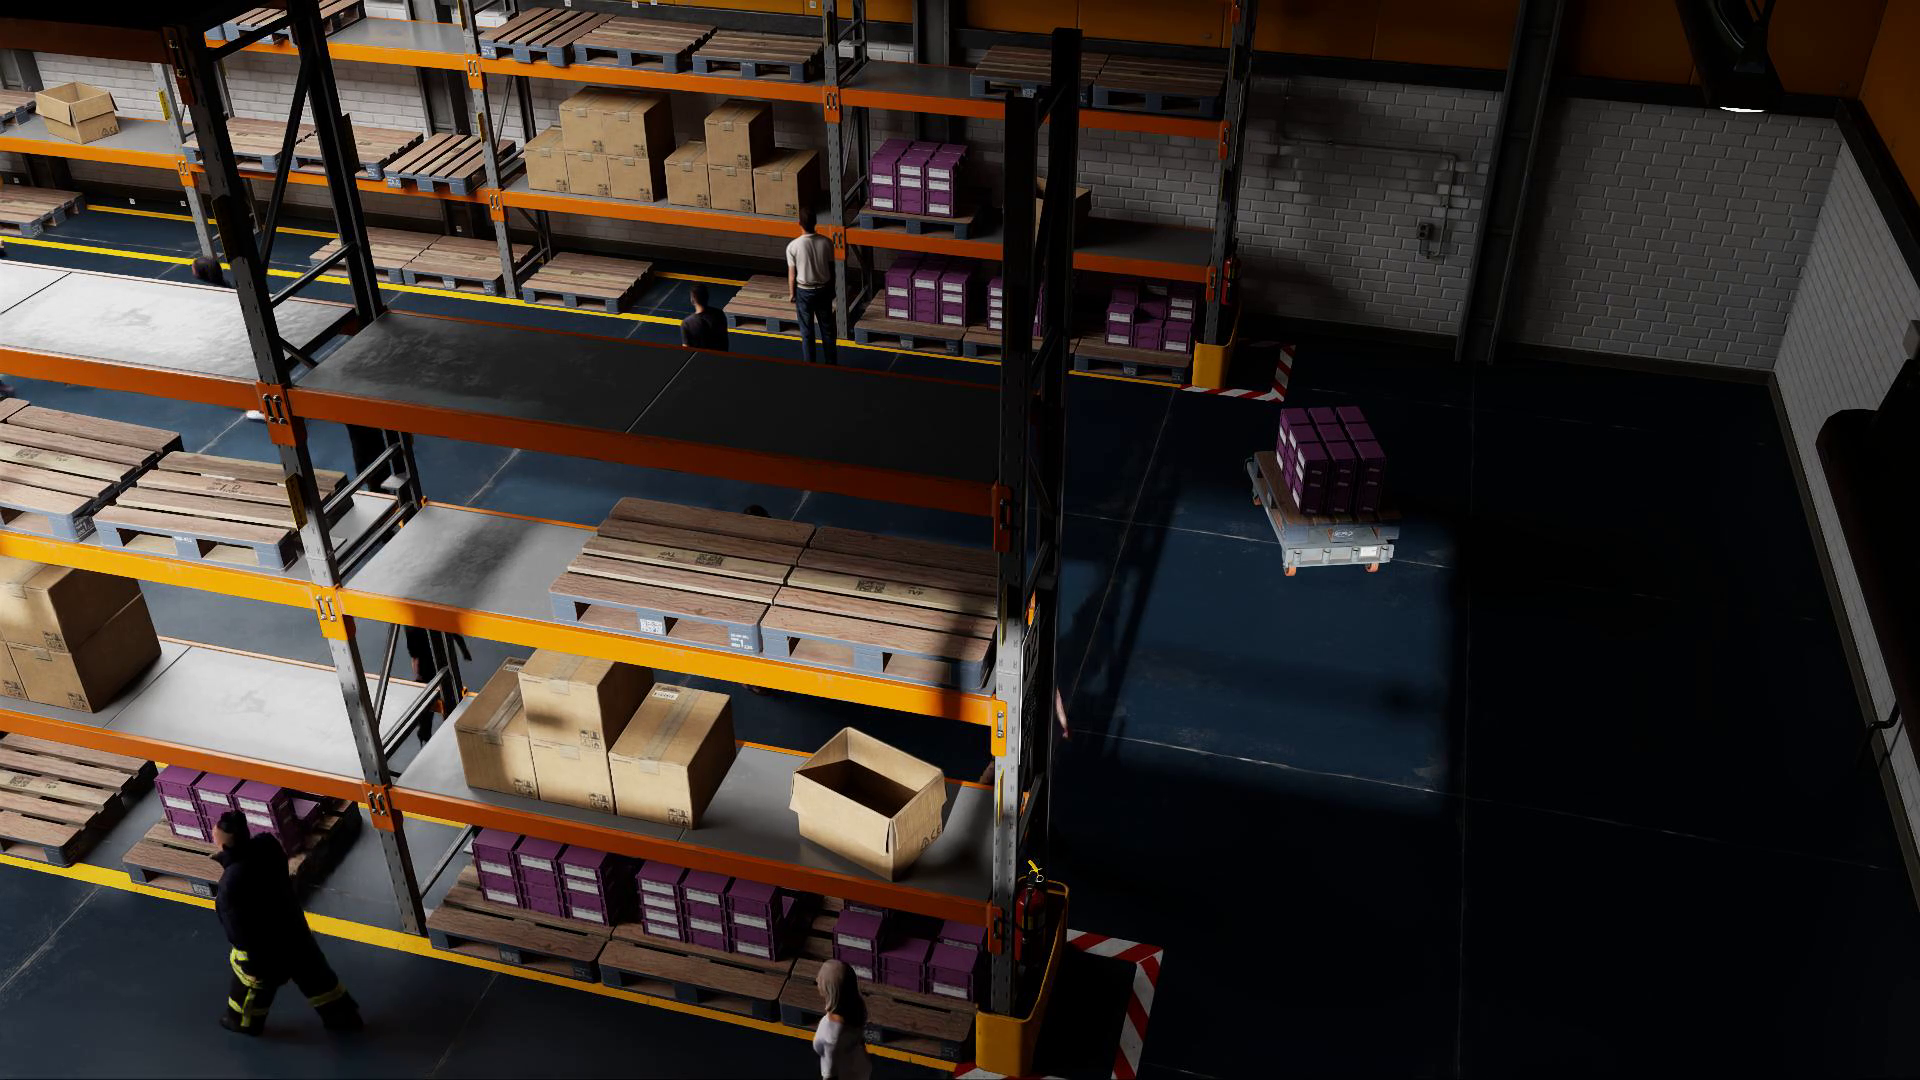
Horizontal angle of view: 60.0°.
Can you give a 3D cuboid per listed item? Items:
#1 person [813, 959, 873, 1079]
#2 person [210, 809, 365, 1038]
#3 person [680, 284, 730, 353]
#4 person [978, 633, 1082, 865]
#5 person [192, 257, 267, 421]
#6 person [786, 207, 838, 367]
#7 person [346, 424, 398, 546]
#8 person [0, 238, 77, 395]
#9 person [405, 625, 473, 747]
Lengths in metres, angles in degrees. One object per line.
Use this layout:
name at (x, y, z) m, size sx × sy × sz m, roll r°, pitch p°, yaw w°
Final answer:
person at (-0.522, 2.939, 8.955) m, size 1.128 × 1.710 × 0.693 m, roll 4°, pitch 34°, yaw 6°
person at (-3.999, 2.315, 9.788) m, size 1.110 × 1.826 × 0.774 m, roll 8°, pitch 34°, yaw 12°
person at (-2.381, -1.607, 15.746) m, size 0.719 × 1.763 × 0.759 m, roll -21°, pitch 39°, yaw -29°
person at (0.342, 1.320, 11.326) m, size 1.311 × 1.781 × 0.992 m, roll 20°, pitch 39°, yaw 27°
person at (-7.121, -1.940, 16.307) m, size 1.083 × 1.697 × 0.704 m, roll 12°, pitch 36°, yaw 18°
person at (-1.501, -2.520, 17.036) m, size 0.708 × 1.856 × 0.815 m, roll -10°, pitch 35°, yaw -15°
person at (-5.096, -0.669, 14.305) m, size 0.699 × 1.795 × 0.717 m, roll 4°, pitch 34°, yaw 6°
person at (-9.620, -2.250, 16.694) m, size 1.337 × 1.785 × 0.978 m, roll -2°, pitch 34°, yaw -3°
person at (-3.865, 0.905, 12.052) m, size 1.017 × 1.668 × 0.584 m, roll 8°, pitch 34°, yaw 12°
